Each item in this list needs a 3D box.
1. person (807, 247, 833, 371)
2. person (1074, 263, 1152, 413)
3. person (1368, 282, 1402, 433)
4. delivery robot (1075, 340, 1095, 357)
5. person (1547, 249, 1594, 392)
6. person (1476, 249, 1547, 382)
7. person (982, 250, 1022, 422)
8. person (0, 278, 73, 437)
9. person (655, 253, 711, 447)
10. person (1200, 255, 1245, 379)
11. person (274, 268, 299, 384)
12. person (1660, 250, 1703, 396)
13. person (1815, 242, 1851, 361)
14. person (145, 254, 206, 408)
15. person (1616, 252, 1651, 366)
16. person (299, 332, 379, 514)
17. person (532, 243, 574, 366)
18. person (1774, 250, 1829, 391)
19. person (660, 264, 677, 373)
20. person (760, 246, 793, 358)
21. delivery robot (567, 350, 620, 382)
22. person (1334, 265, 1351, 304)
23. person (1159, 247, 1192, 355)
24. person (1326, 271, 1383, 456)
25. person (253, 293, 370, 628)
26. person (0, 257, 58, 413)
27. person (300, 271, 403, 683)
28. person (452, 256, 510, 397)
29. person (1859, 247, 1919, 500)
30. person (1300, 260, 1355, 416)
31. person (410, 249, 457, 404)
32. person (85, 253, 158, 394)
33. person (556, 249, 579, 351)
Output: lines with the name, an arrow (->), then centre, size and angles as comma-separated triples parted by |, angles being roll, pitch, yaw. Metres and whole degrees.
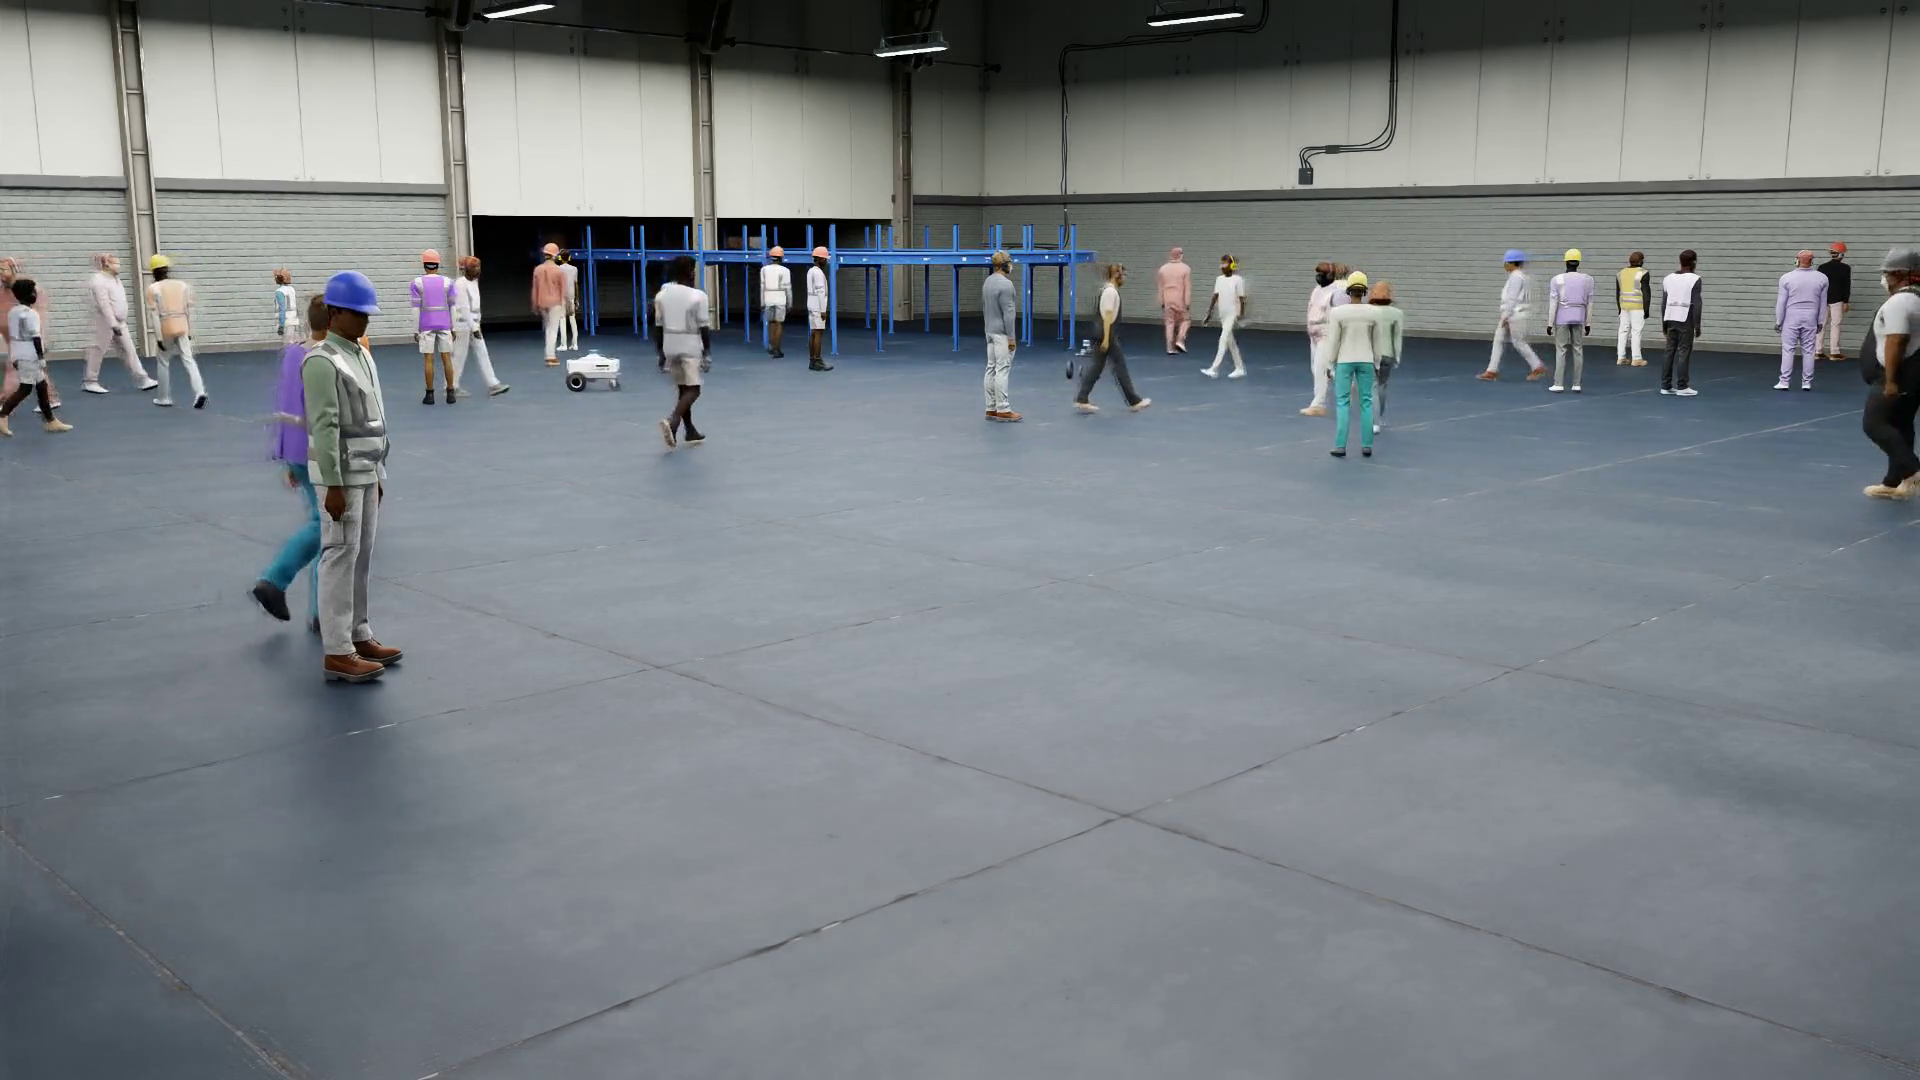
person -> -2.219, -3.655, 26.270 | 0.374, 1.928, 0.543 | -4, 11, -22
person -> 1.813, -2.409, 19.891 | 0.953, 1.787, 0.540 | -1, 10, -6
person -> 4.505, -1.992, 18.101 | 0.502, 1.600, 0.795 | -1, 10, -4
delivery robot -> 1.893, -2.877, 24.923 | 0.335, 0.223, 0.698 | 3, 11, 14
person -> 8.244, -2.968, 22.521 | 0.594, 1.924, 0.382 | 0, 10, -2
person -> 8.077, -3.257, 24.156 | 0.924, 1.913, 0.603 | 1, 10, 6
person -> 0.472, -2.341, 19.070 | 0.372, 1.940, 0.631 | -5, 11, -24
person -> -9.919, -1.932, 17.597 | 0.539, 1.665, 0.839 | 9, 14, 40
person -> -2.790, -1.888, 16.617 | 0.608, 1.942, 0.837 | 5, 11, 24
person -> 3.919, -3.295, 24.616 | 1.000, 1.820, 0.536 | -7, 12, -33
person -> -9.652, -3.071, 23.863 | 0.315, 1.641, 0.515 | 0, 10, -1
person -> 9.591, -2.893, 22.140 | 0.371, 1.916, 0.597 | -5, 12, -27
person -> 14.872, -4.070, 28.343 | 0.388, 1.996, 0.612 | -6, 12, -28
person -> -9.684, -2.573, 20.486 | 0.967, 1.891, 0.600 | 8, 13, 37
person -> 11.027, -3.781, 27.198 | 0.429, 1.843, 0.633 | -6, 12, -28
person -> -4.660, -1.011, 12.478 | 0.533, 1.697, 0.322 | -1, 10, -6
person -> -6.659, -3.867, 27.313 | 0.633, 1.971, 0.734 | 5, 11, 24
person -> 11.494, -3.006, 22.772 | 0.643, 1.913, 0.408 | 2, 11, 9
person -> -4.351, -3.395, 25.533 | 0.650, 1.673, 0.539 | 5, 11, 24
person -> -3.164, -4.149, 28.981 | 0.564, 1.914, 0.585 | 4, 11, 19
delivery robot -> -5.052, -2.379, 22.914 | 0.707, 0.478, 0.477 | -2, 11, -12
person -> 6.493, -3.841, 28.156 | 0.749, 1.609, 0.545 | -9, 14, -42
person -> 3.862, -4.257, 29.655 | 0.650, 1.895, 0.440 | 7, 12, 33
person -> 3.790, -1.693, 16.013 | 0.533, 1.767, 0.326 | 0, 10, -2
person -> -3.428, -0.402, 8.842 | 0.521, 1.812, 0.578 | -10, 14, -44
person -> -11.162, -2.401, 19.645 | 0.643, 1.852, 1.014 | 6, 12, 31
person -> -2.922, -0.312, 8.001 | 0.407, 1.938, 0.614 | 0, 10, -2
person -> -6.398, -2.792, 21.814 | 0.861, 1.838, 0.602 | 2, 11, 9
person -> 7.489, -1.307, 13.270 | 0.699, 2.000, 0.583 | -8, 13, -38
person -> 4.398, -2.395, 19.707 | 0.708, 1.818, 0.632 | -3, 11, -15
person -> -6.639, -2.696, 21.011 | 0.545, 1.938, 0.360 | -5, 12, -26
person -> -11.350, -2.900, 22.341 | 0.996, 1.859, 0.643 | 0, 10, 0
person -> -7.273, -4.427, 30.661 | 0.515, 1.866, 0.318 | -10, 14, -43
